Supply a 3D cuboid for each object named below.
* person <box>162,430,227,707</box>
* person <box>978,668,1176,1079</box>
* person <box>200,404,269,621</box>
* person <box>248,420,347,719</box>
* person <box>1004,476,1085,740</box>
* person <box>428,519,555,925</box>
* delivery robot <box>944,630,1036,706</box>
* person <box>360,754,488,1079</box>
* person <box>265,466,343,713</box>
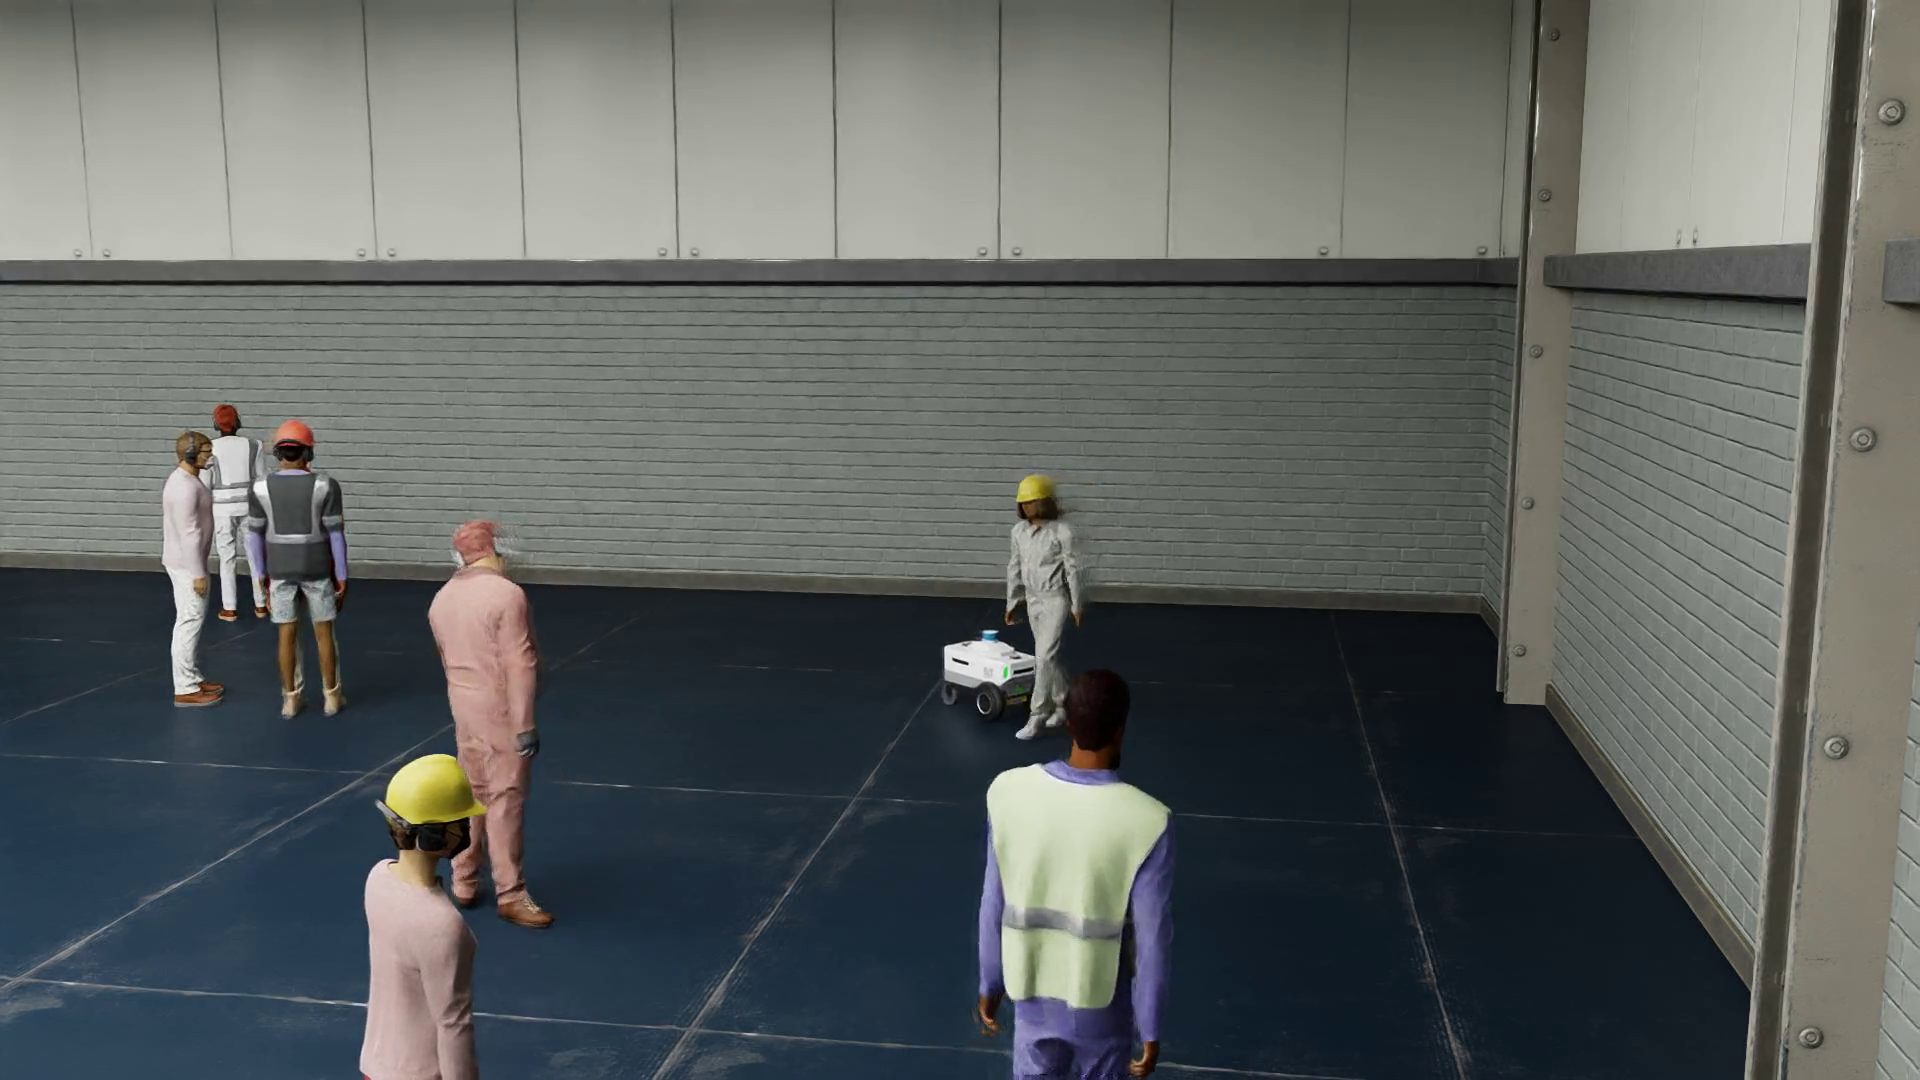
[{"bbox_3d":[-5.373,0.195,11.668,0.393,1.930,0.628,-3,10,-20],"label":"person"},{"bbox_3d":[0.295,1.327,4.801,0.607,1.886,0.759,4,10,24],"label":"person"},{"bbox_3d":[-6.295,-0.239,14.447,0.572,1.886,0.355,-6,11,-33],"label":"person"},{"bbox_3d":[-4.464,0.205,11.272,0.615,2.035,0.410,-2,9,-11],"label":"person"},{"bbox_3d":[0.509,0.436,10.830,0.491,1.702,0.802,9,13,43],"label":"person"},{"bbox_3d":[-2.158,0.849,7.815,0.751,1.873,0.397,8,12,41],"label":"person"},{"bbox_3d":[0.208,0.864,11.448,0.477,0.478,0.707,-7,12,-38],"label":"delivery robot"},{"bbox_3d":[-1.430,1.440,4.504,0.360,1.760,0.521,-8,12,-41],"label":"person"},{"bbox_3d":[-4.499,0.324,11.401,0.563,1.746,0.348,-1,9,-4],"label":"person"}]
